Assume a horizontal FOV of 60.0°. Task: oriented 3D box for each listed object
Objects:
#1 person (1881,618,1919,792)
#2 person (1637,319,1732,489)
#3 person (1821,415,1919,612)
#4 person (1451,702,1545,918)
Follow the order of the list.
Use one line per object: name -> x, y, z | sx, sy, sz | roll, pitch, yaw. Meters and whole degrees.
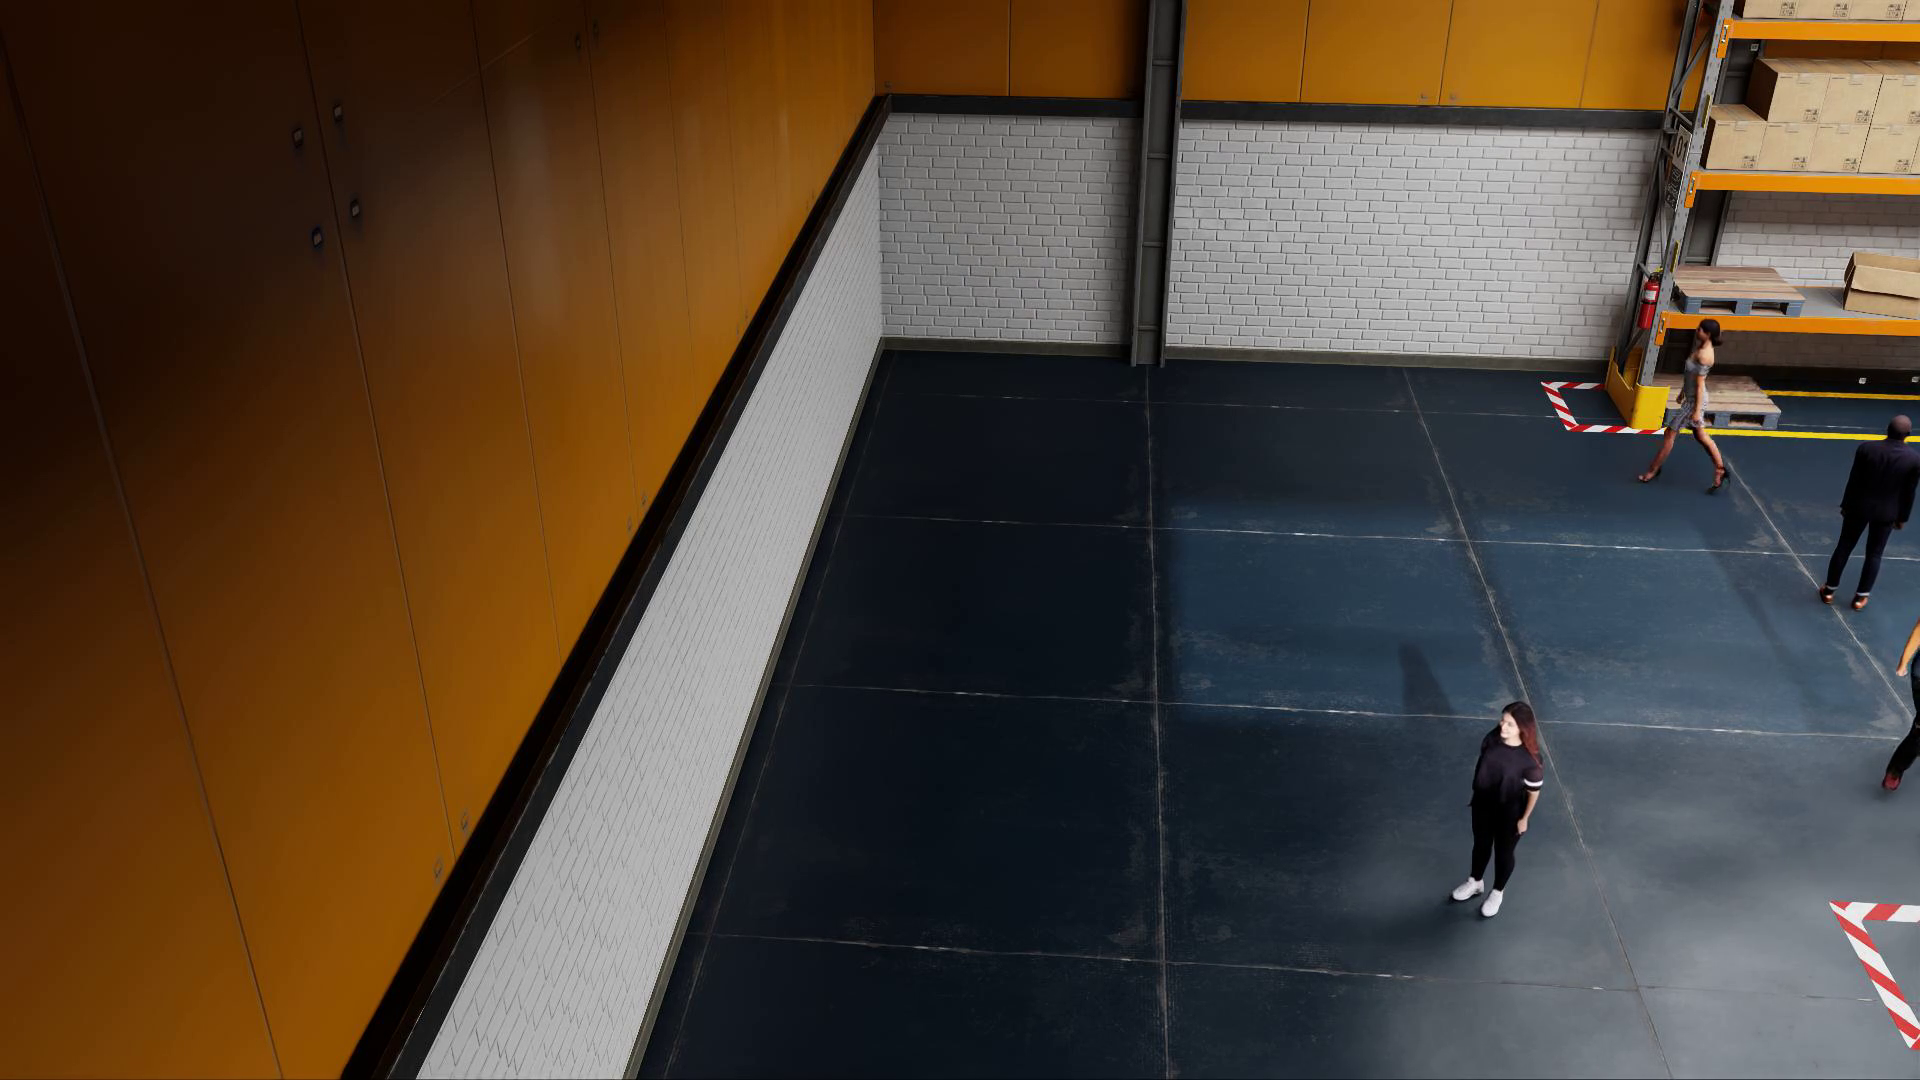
person -> 7.244, 0.961, 12.248 | 1.248, 1.754, 1.166 | -19, 34, -31
person -> 7.313, -1.286, 16.342 | 1.158, 1.778, 0.843 | 12, 31, 22
person -> 7.888, -0.244, 14.388 | 0.706, 1.820, 0.841 | 16, 32, 27
person -> 3.560, 1.745, 10.932 | 0.769, 1.638, 0.713 | -21, 35, -33
